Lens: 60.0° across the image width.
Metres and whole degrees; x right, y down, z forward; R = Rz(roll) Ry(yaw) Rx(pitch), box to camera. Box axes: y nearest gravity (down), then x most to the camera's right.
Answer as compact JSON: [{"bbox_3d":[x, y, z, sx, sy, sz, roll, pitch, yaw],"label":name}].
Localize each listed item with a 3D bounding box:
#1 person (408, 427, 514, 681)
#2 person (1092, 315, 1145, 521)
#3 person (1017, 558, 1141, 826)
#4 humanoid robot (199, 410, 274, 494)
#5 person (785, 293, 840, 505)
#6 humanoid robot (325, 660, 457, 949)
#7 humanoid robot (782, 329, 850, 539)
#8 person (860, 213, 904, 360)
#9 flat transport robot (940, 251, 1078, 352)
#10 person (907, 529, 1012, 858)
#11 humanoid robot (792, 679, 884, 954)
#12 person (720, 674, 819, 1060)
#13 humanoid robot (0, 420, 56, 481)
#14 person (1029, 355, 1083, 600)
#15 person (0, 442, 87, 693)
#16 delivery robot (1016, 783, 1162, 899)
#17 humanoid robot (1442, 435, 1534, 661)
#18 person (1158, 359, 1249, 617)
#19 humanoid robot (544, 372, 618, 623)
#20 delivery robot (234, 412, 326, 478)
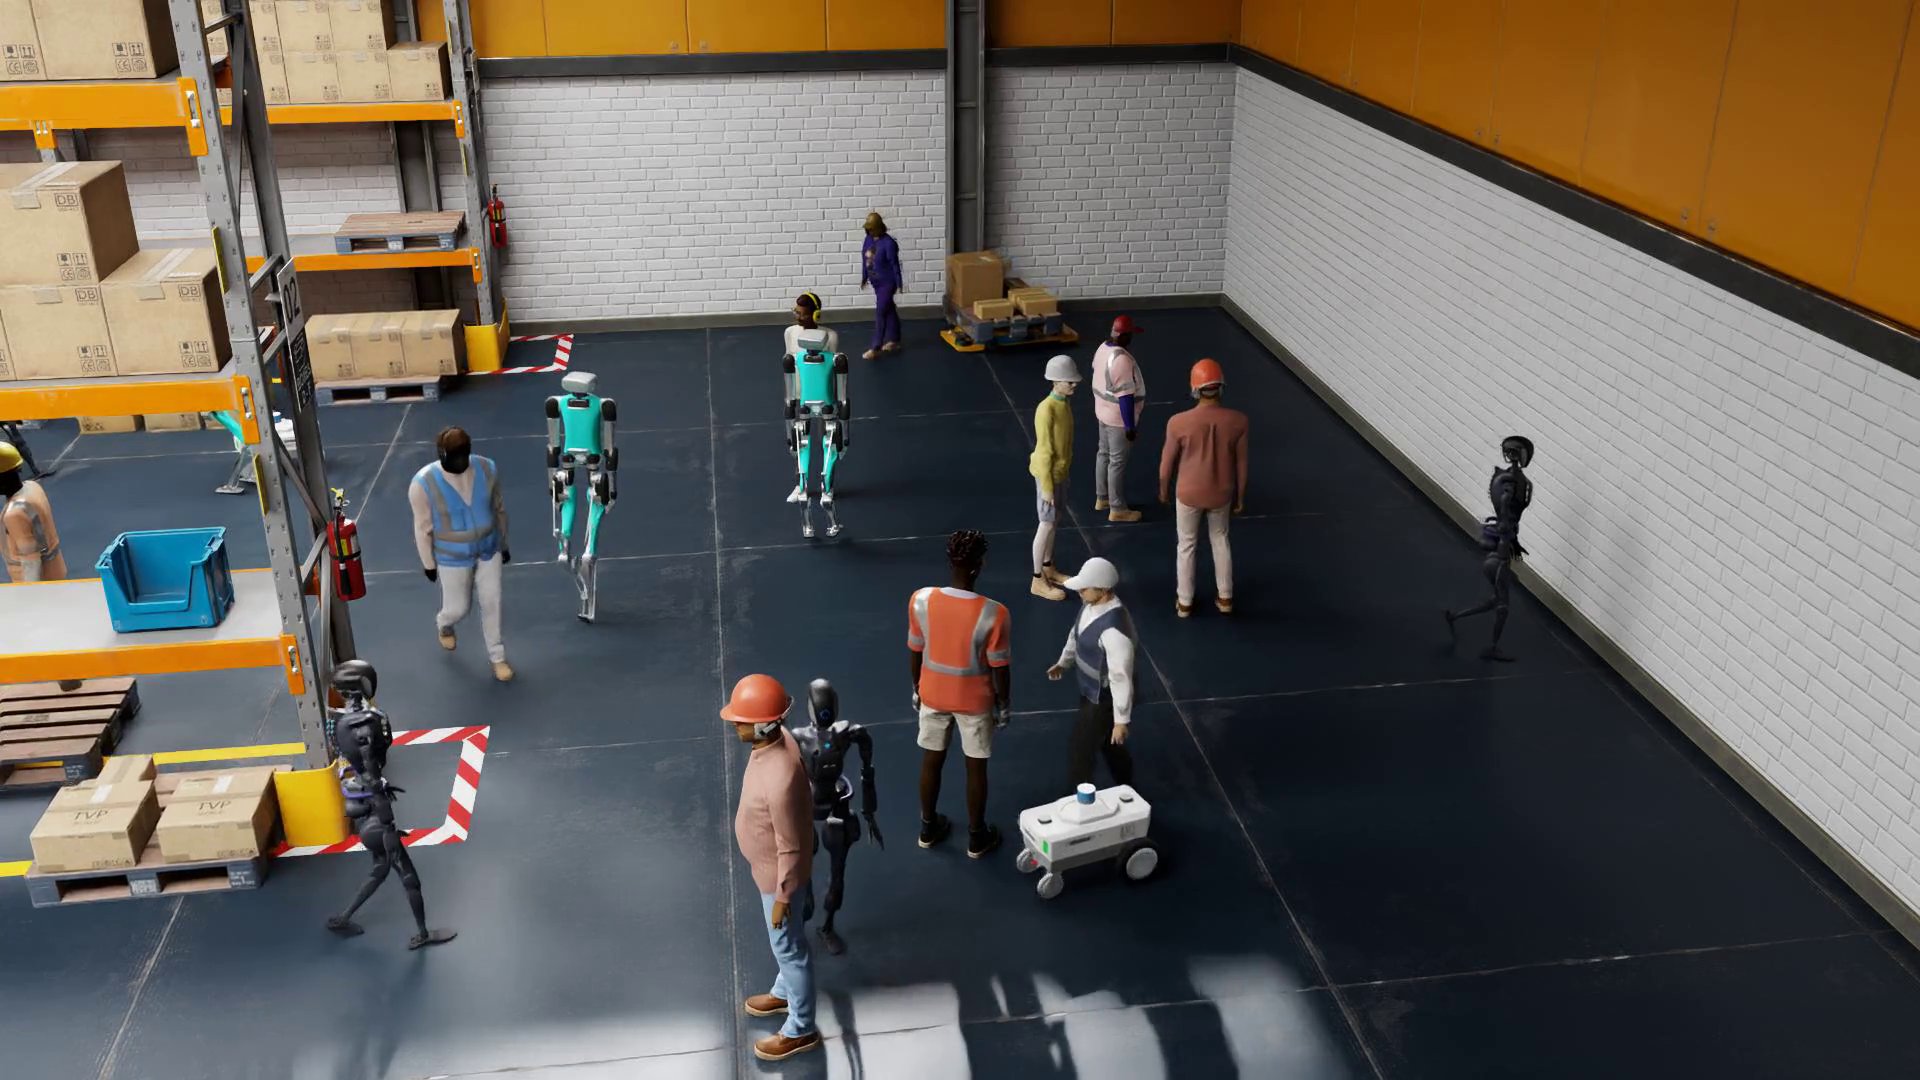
[{"bbox_3d":[-3.385,0.065,11.323,0.631,1.825,0.634,-18,29,-35],"label":"person"},{"bbox_3d":[1.330,-1.021,13.881,0.419,1.750,0.600,-7,25,-16],"label":"person"},{"bbox_3d":[0.705,0.895,9.543,0.772,1.725,0.761,-3,24,-8],"label":"person"},{"bbox_3d":[-6.223,-1.239,14.327,0.681,1.749,0.545,6,24,14],"label":"humanoid robot"},{"bbox_3d":[-1.251,-1.197,14.140,0.511,1.866,0.333,6,24,14],"label":"person"},{"bbox_3d":[-3.050,1.370,8.586,0.595,1.649,0.593,-11,26,-23],"label":"humanoid robot"},{"bbox_3d":[-1.157,-0.782,13.185,0.533,1.677,0.735,2,24,4],"label":"humanoid robot"},{"bbox_3d":[-0.887,-2.770,18.055,0.749,1.579,0.466,-20,31,-38],"label":"person"},{"bbox_3d":[0.552,-2.352,18.756,1.431,0.231,0.659,-8,25,-17],"label":"flat transport robot"},{"bbox_3d":[0.001,0.864,9.339,0.606,1.957,0.395,9,25,19],"label":"person"},{"bbox_3d":[-0.692,1.418,8.436,0.600,1.644,0.365,-9,25,-19],"label":"humanoid robot"},{"bbox_3d":[-0.877,1.520,7.789,0.394,1.991,0.621,-5,24,-11],"label":"person"},{"bbox_3d":[-8.500,-1.225,14.522,0.611,1.624,0.799,16,28,32],"label":"humanoid robot"},{"bbox_3d":[0.710,-0.484,12.485,0.398,1.889,0.478,9,25,20],"label":"person"},{"bbox_3d":[-5.971,0.270,10.724,0.378,1.922,0.592,-8,25,-17],"label":"person"},{"bbox_3d":[0.718,1.642,9.311,0.795,0.603,0.499,-10,26,-22],"label":"delivery robot"},{"bbox_3d":[3.691,0.046,11.551,0.536,1.635,0.586,10,25,21],"label":"humanoid robot"},{"bbox_3d":[1.762,-0.357,12.082,0.629,1.980,0.452,-3,24,-7],"label":"person"},{"bbox_3d":[-2.814,-0.237,12.212,0.544,1.850,0.889,1,24,3],"label":"humanoid robot"},{"bbox_3d":[-6.151,-0.848,14.989,0.808,0.607,0.499,-7,25,-15],"label":"delivery robot"}]
